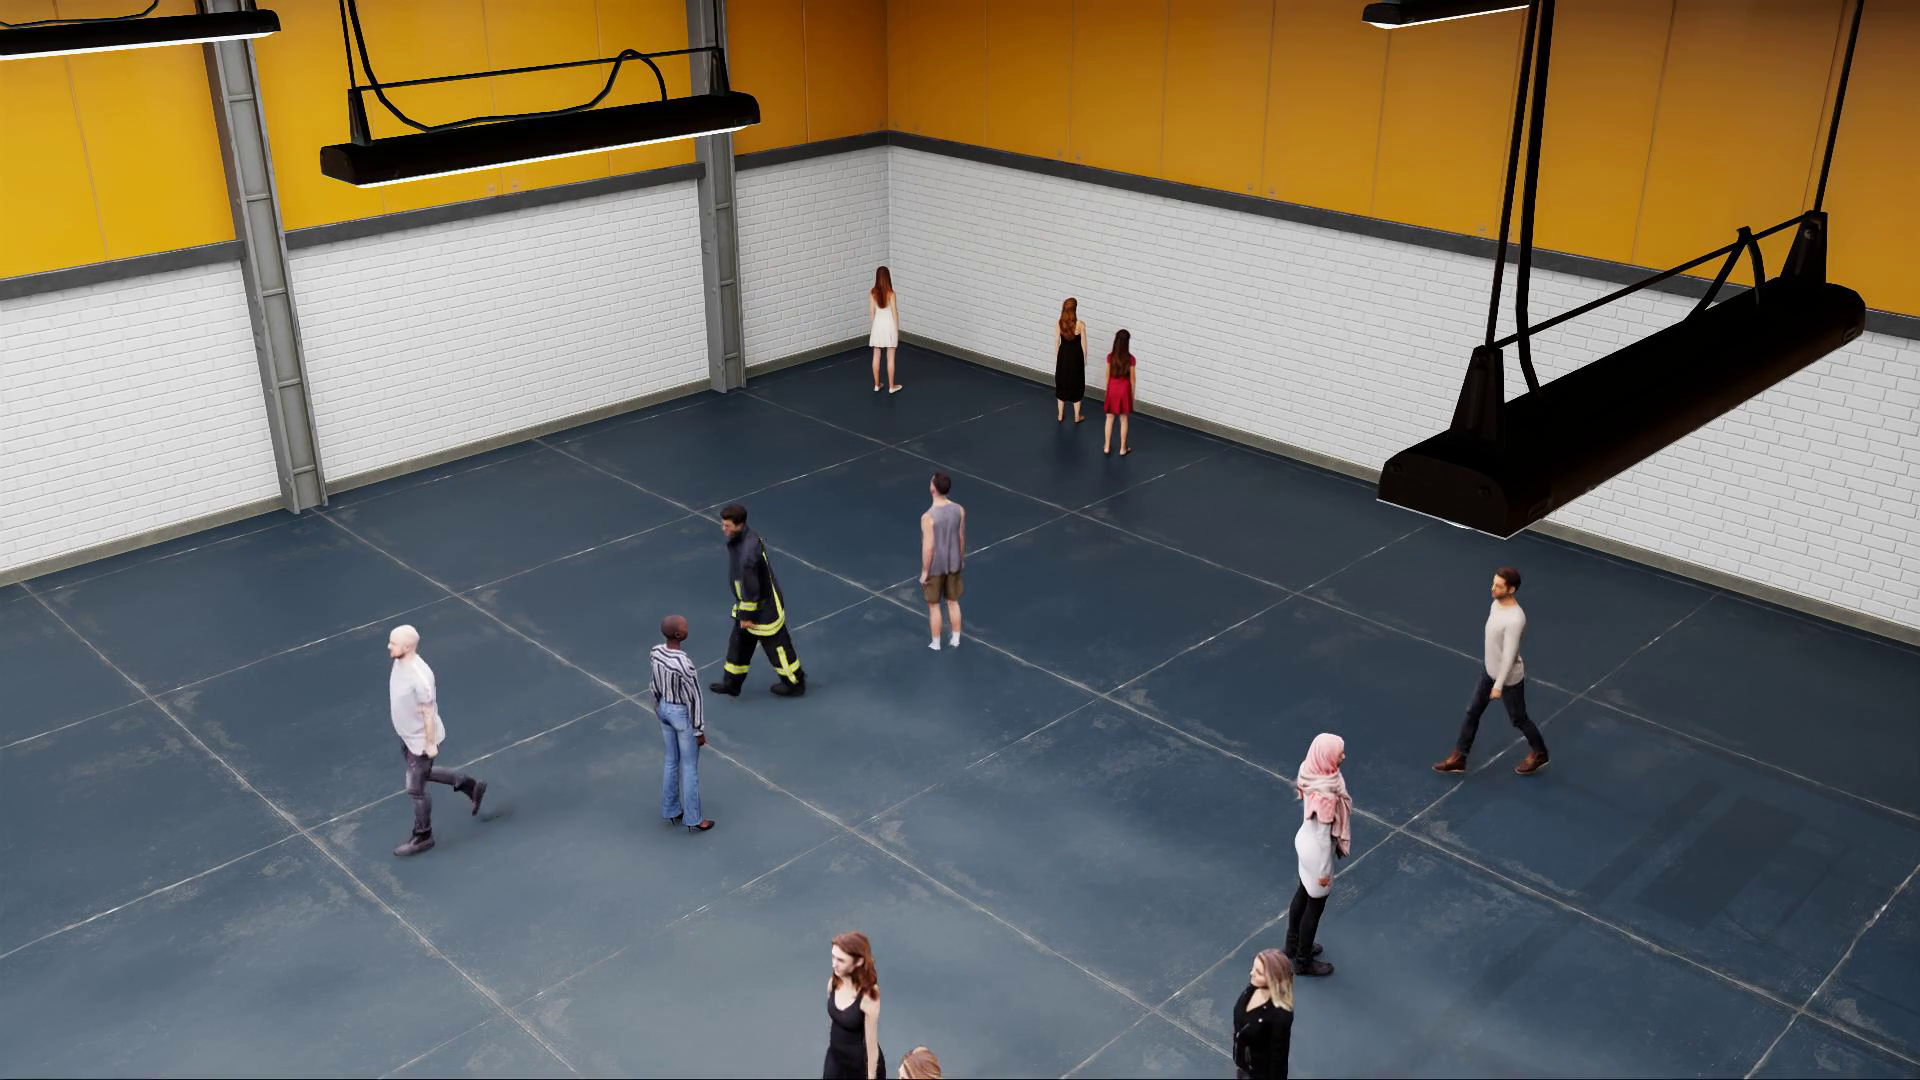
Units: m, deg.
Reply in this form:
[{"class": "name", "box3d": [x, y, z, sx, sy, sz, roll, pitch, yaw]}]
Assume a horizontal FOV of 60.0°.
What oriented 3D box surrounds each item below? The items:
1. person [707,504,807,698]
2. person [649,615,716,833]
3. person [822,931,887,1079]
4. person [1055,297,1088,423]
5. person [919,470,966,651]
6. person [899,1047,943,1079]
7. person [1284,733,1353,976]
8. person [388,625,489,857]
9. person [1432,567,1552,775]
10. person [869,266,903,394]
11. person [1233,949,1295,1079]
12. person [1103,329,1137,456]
[{"class": "person", "box3d": [-1.662, 0.531, 14.407, 1.260, 1.862, 1.101, -5, 24, -12]}, {"class": "person", "box3d": [-2.118, 1.377, 12.556, 0.646, 1.794, 0.552, 19, 30, 37]}, {"class": "person", "box3d": [-0.494, 2.880, 9.208, 0.666, 1.722, 1.094, 18, 29, 35]}, {"class": "person", "box3d": [1.400, -2.298, 21.175, 0.667, 1.624, 0.698, 7, 25, 15]}, {"class": "person", "box3d": [-0.168, 0.230, 15.354, 0.573, 1.848, 0.752, -14, 27, -29]}, {"class": "person", "box3d": [-0.174, 3.255, 8.372, 0.559, 1.704, 0.657, -15, 28, -31]}, {"class": "person", "box3d": [2.343, 2.064, 10.974, 0.772, 1.803, 0.722, -2, 24, -4]}, {"class": "person", "box3d": [-3.933, 1.444, 12.379, 1.086, 1.814, 0.781, -16, 28, -32]}, {"class": "person", "box3d": [4.400, 1.085, 13.190, 1.274, 1.821, 1.086, -4, 24, -9]}, {"class": "person", "box3d": [-1.016, -2.826, 22.274, 0.630, 1.712, 0.641, 9, 25, 21]}, {"class": "person", "box3d": [1.738, 2.928, 9.163, 1.053, 1.670, 0.942, -4, 24, -8]}, {"class": "person", "box3d": [1.924, -1.794, 20.113, 0.667, 1.551, 0.726, 6, 24, 14]}]
